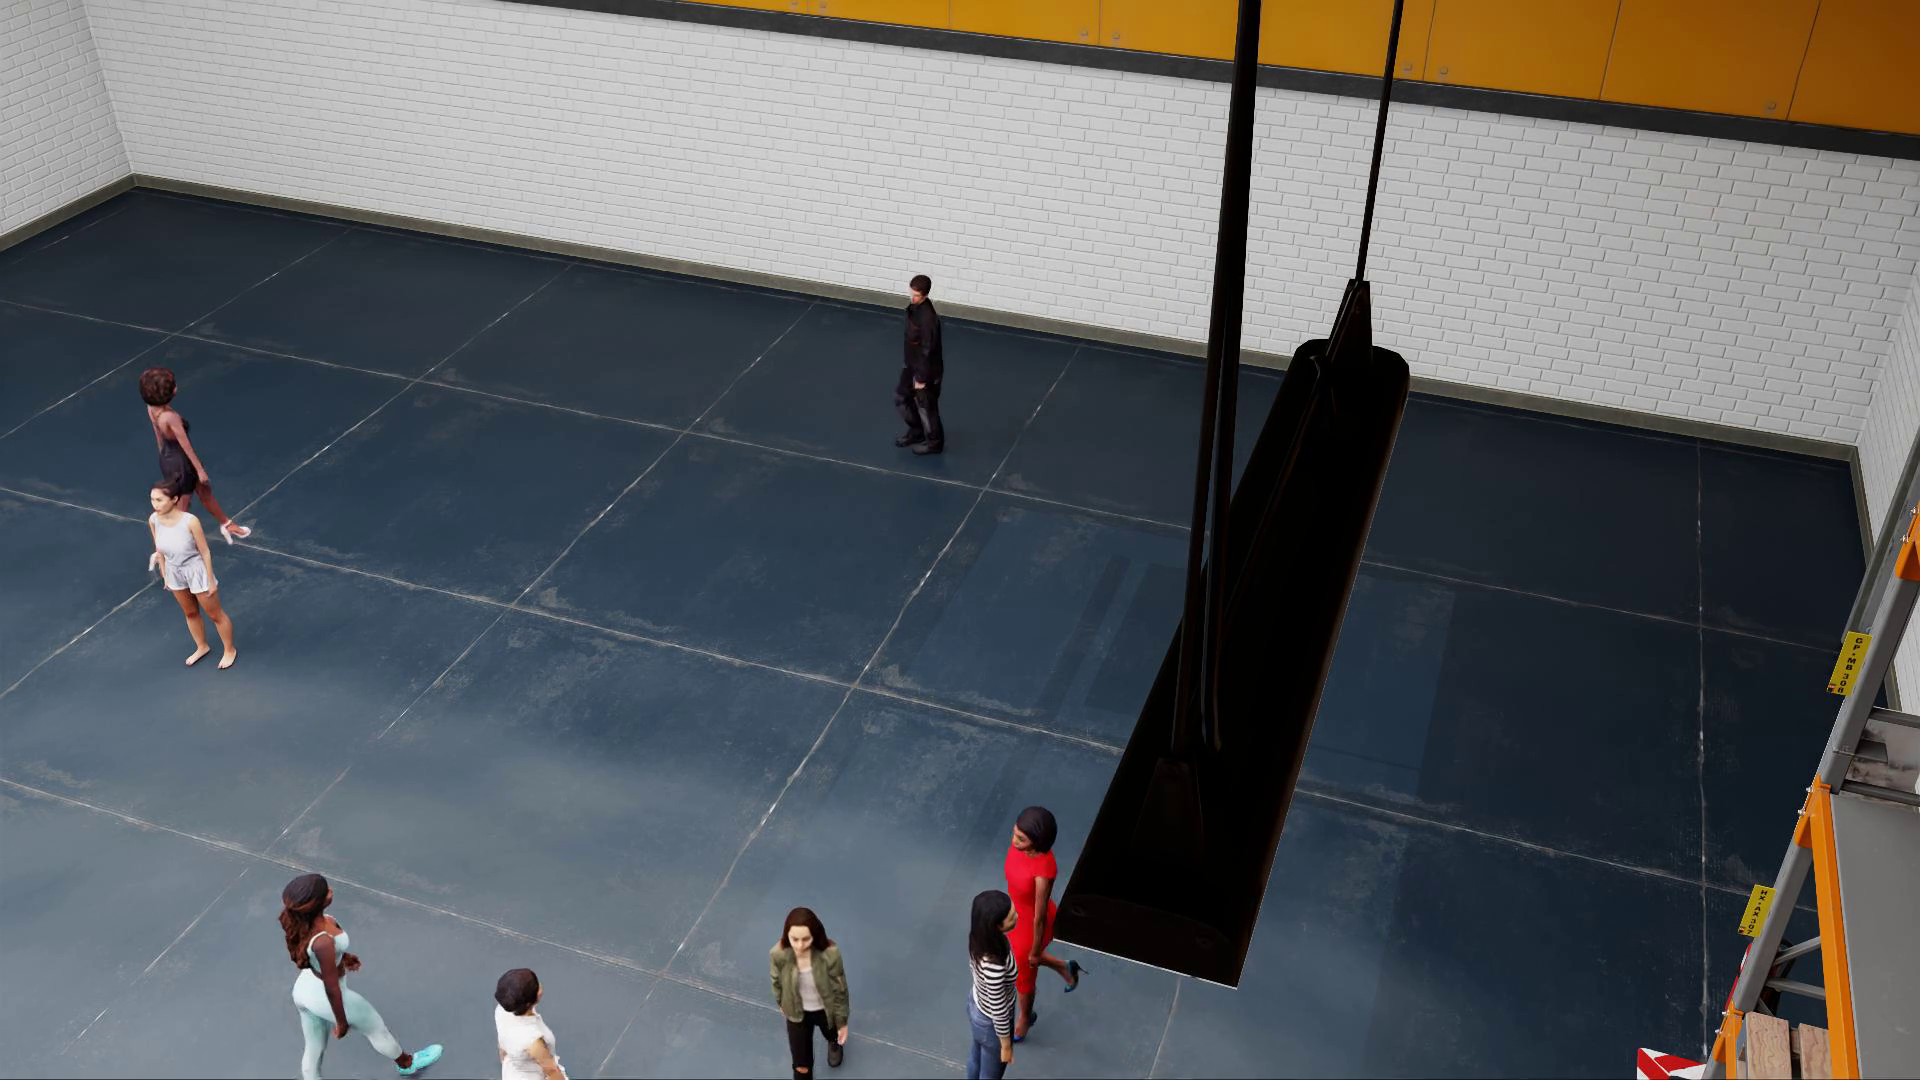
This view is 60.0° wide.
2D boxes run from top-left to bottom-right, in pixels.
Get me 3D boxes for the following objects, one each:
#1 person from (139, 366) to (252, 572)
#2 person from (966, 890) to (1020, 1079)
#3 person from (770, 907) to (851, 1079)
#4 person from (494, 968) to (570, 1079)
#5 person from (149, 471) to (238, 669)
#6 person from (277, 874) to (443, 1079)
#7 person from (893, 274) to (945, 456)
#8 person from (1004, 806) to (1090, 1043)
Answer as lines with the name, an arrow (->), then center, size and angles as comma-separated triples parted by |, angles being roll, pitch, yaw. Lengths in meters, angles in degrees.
person -> -6.348, -0.518, 13.377 | 0.880, 1.748, 1.185 | 28, 43, 35
person -> 0.160, 2.523, 8.758 | 0.716, 1.796, 0.602 | -7, 34, -10
person -> -0.782, 2.513, 9.090 | 0.789, 1.445, 1.070 | 1, 34, 2
person -> -2.258, 2.837, 8.524 | 0.919, 1.532, 0.805 | -23, 40, -31
person -> -5.721, 0.241, 12.363 | 0.596, 1.607, 0.566 | 6, 34, 9
person -> -3.455, 2.502, 8.891 | 0.847, 1.684, 1.095 | 26, 42, 34
person -> -0.241, -1.556, 14.881 | 0.939, 1.812, 0.844 | -7, 34, -11
person -> 0.464, 2.147, 9.382 | 0.906, 1.732, 0.853 | -14, 36, -20
